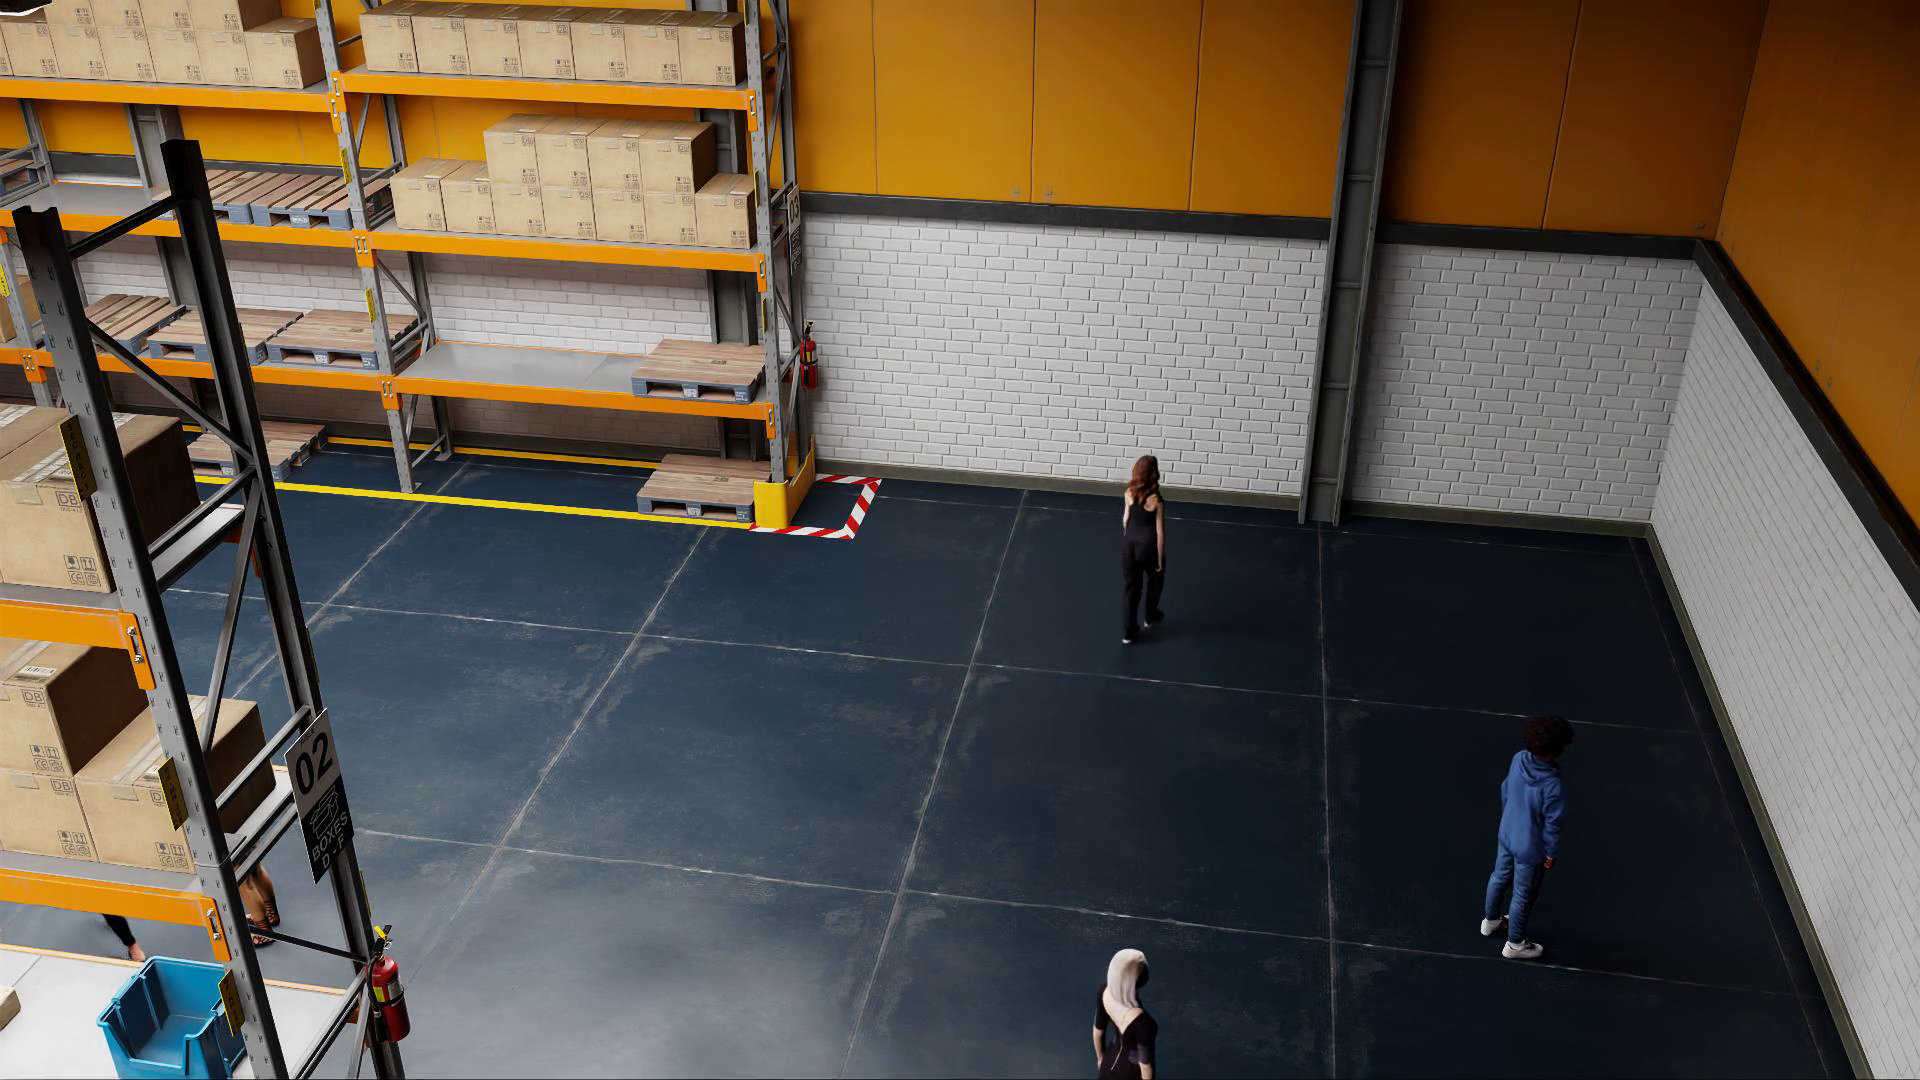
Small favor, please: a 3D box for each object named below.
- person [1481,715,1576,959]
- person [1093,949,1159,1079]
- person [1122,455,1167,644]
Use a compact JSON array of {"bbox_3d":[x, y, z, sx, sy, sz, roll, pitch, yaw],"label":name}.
[{"bbox_3d":[3.723,1.926,10.914,0.745,1.809,0.757,-10,30,-17],"label":"person"},{"bbox_3d":[0.888,2.939,9.035,0.715,1.830,0.650,-19,34,-31],"label":"person"},{"bbox_3d":[1.516,0.115,14.316,0.836,1.730,0.833,16,32,27],"label":"person"}]
